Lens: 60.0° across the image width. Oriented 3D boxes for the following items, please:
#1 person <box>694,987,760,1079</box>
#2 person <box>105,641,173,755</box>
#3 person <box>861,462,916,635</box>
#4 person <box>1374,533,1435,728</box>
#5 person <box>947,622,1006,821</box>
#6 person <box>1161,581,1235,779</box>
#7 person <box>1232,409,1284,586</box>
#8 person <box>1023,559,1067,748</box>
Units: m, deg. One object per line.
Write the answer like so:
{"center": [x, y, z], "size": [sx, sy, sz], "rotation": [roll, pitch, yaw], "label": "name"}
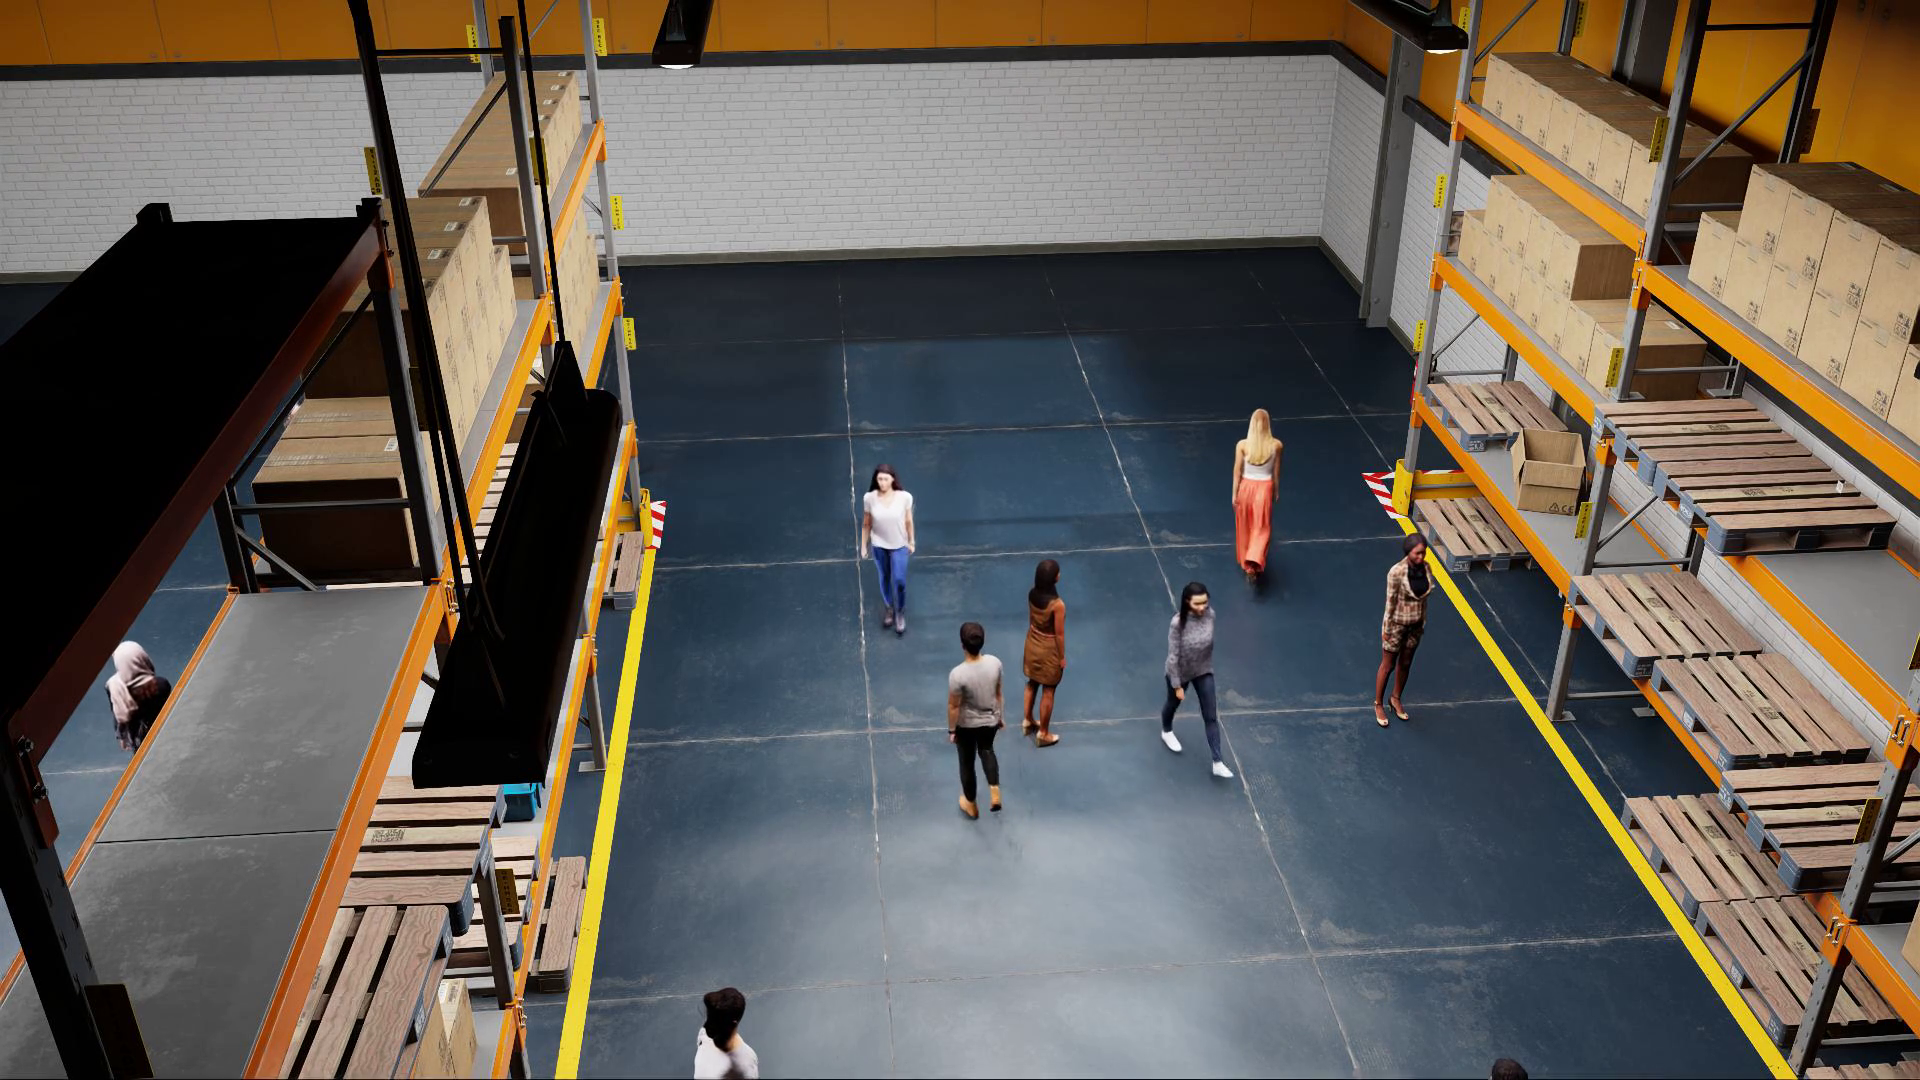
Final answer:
{"center": [-1.273, 3.227, 9.217], "size": [0.816, 1.890, 0.725], "rotation": [-24, 37, -37], "label": "person"}
{"center": [-6.166, 1.531, 12.613], "size": [0.671, 1.615, 0.859], "rotation": [0, 29, 0], "label": "person"}
{"center": [-0.640, 0.024, 15.316], "size": [0.687, 1.671, 0.692], "rotation": [2, 29, 4], "label": "person"}
{"center": [3.693, 0.733, 13.886], "size": [0.648, 1.795, 0.646], "rotation": [-12, 31, -20], "label": "person"}
{"center": [0.157, 1.421, 12.711], "size": [0.760, 1.713, 0.826], "rotation": [-13, 31, -22], "label": "person"}
{"center": [1.796, 1.038, 13.438], "size": [0.831, 1.690, 1.191], "rotation": [-11, 31, -20], "label": "person"}
{"center": [2.831, -0.364, 15.914], "size": [0.807, 1.780, 1.071], "rotation": [6, 29, 10], "label": "person"}
{"center": [0.695, 0.917, 13.666], "size": [0.701, 1.683, 0.602], "rotation": [-20, 34, -32], "label": "person"}
